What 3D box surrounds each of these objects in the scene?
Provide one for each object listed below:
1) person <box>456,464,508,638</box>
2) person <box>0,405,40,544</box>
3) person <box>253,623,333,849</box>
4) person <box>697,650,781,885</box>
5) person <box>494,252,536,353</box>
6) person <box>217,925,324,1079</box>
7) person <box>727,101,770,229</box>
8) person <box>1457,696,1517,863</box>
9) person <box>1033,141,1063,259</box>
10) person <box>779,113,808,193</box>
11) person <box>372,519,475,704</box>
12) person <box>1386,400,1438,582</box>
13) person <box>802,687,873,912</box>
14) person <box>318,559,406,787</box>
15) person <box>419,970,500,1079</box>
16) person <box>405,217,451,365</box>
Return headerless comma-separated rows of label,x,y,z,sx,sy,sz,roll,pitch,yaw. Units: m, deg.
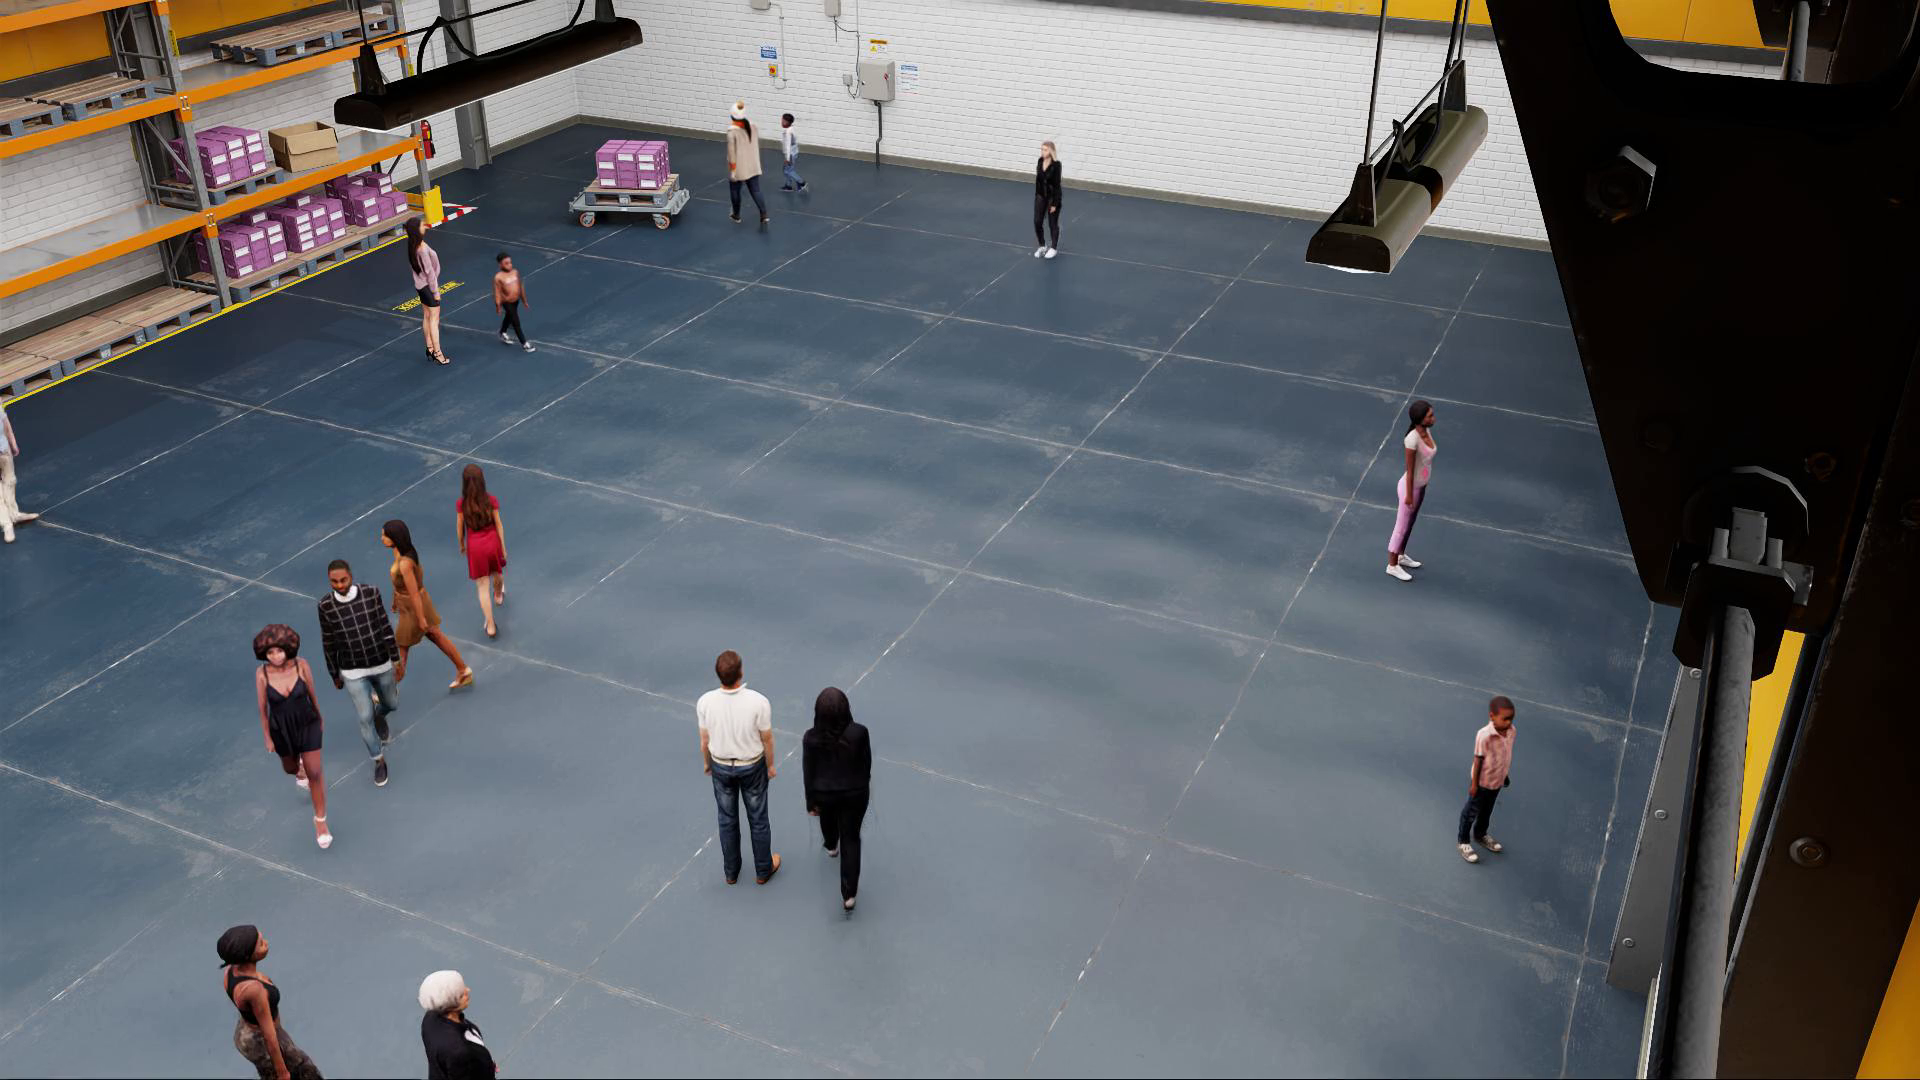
person,-4.169,0.113,14.549,0.983,1.505,1.080,-8,30,-15
person,-9.329,-0.871,16.022,0.837,1.822,0.561,7,29,12
person,-4.815,1.344,12.031,1.044,1.754,1.056,-11,31,-20
person,-1.537,1.582,11.490,0.732,1.856,0.699,3,29,5
person,-5.570,-2.943,20.447,0.691,1.223,0.890,19,34,31
person,-3.953,2.882,9.285,0.774,1.685,0.719,-22,36,-35
person,-3.127,-5.500,24.468,1.207,1.860,1.134,-18,33,-29
person,3.774,1.674,11.893,0.563,1.308,0.643,-15,32,-25
person,1.307,-4.797,23.376,0.672,1.671,0.691,16,33,27
person,-2.626,-6.086,26.175,0.658,1.253,0.703,5,29,9
person,-4.348,0.584,13.547,1.094,1.638,1.034,-10,30,-17
person,4.185,-0.485,15.398,0.650,1.742,0.472,16,32,27
person,-0.812,1.789,11.405,1.009,1.573,1.209,-4,29,-7
person,-4.566,0.923,12.757,1.092,1.799,1.099,-15,32,-25
person,-2.605,2.958,8.619,1.199,1.752,1.119,-16,33,-27
person,-6.381,-2.982,19.903,0.687,1.811,0.692,-20,34,-32
